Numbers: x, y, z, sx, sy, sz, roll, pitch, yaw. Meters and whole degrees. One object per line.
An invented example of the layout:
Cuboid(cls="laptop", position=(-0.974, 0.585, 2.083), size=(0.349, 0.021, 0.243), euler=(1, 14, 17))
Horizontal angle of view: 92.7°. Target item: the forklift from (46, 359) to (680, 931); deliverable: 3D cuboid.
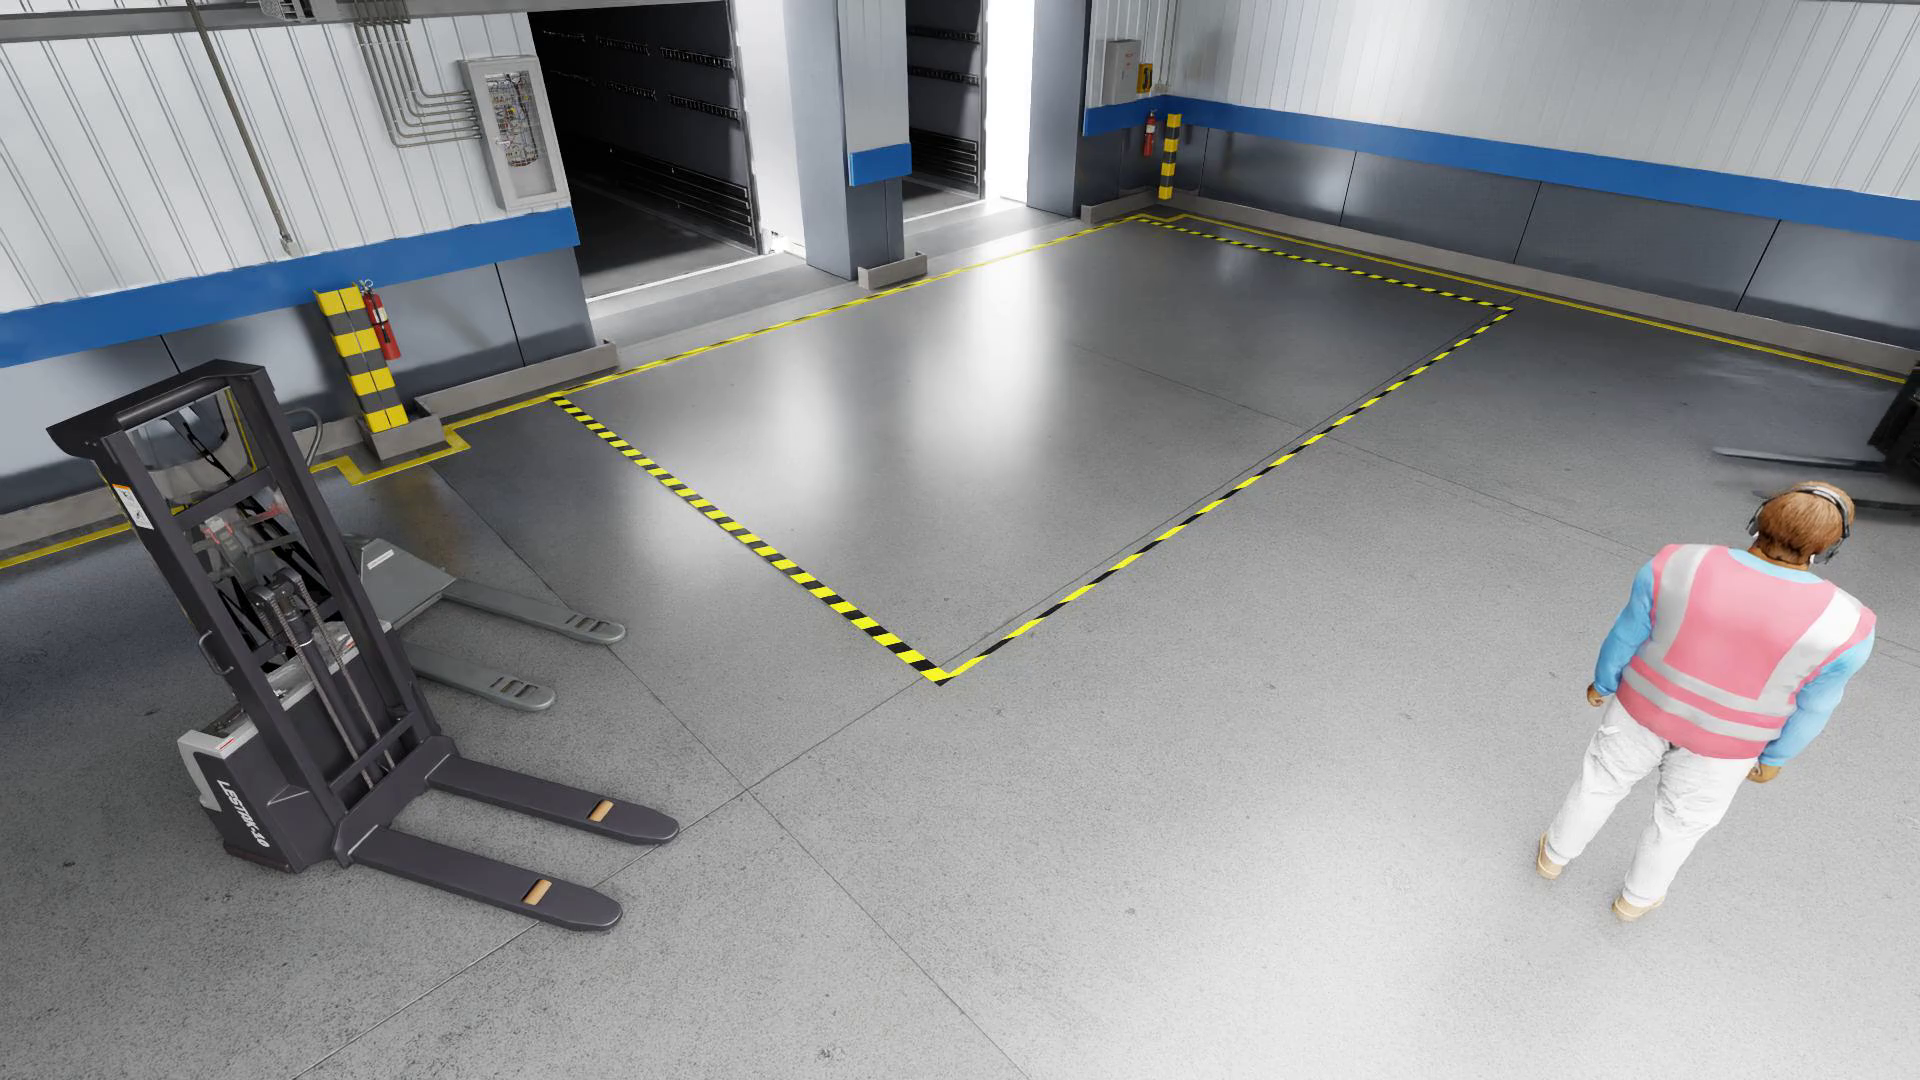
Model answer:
Cuboid(cls="forklift", position=(-2.135, 0.422, 3.354), size=(1.885, 1.965, 0.823), euler=(10, 35, 14))

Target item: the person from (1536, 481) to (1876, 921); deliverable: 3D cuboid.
Cuboid(cls="person", position=(2.550, 0.610, 3.214), size=(0.431, 1.845, 0.619), euler=(-27, 43, -34))

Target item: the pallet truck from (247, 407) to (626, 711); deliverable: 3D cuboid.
Cuboid(cls="pallet truck", position=(-2.628, 0.038, 4.590), size=(1.601, 1.201, 0.680), euler=(12, 36, 18))
